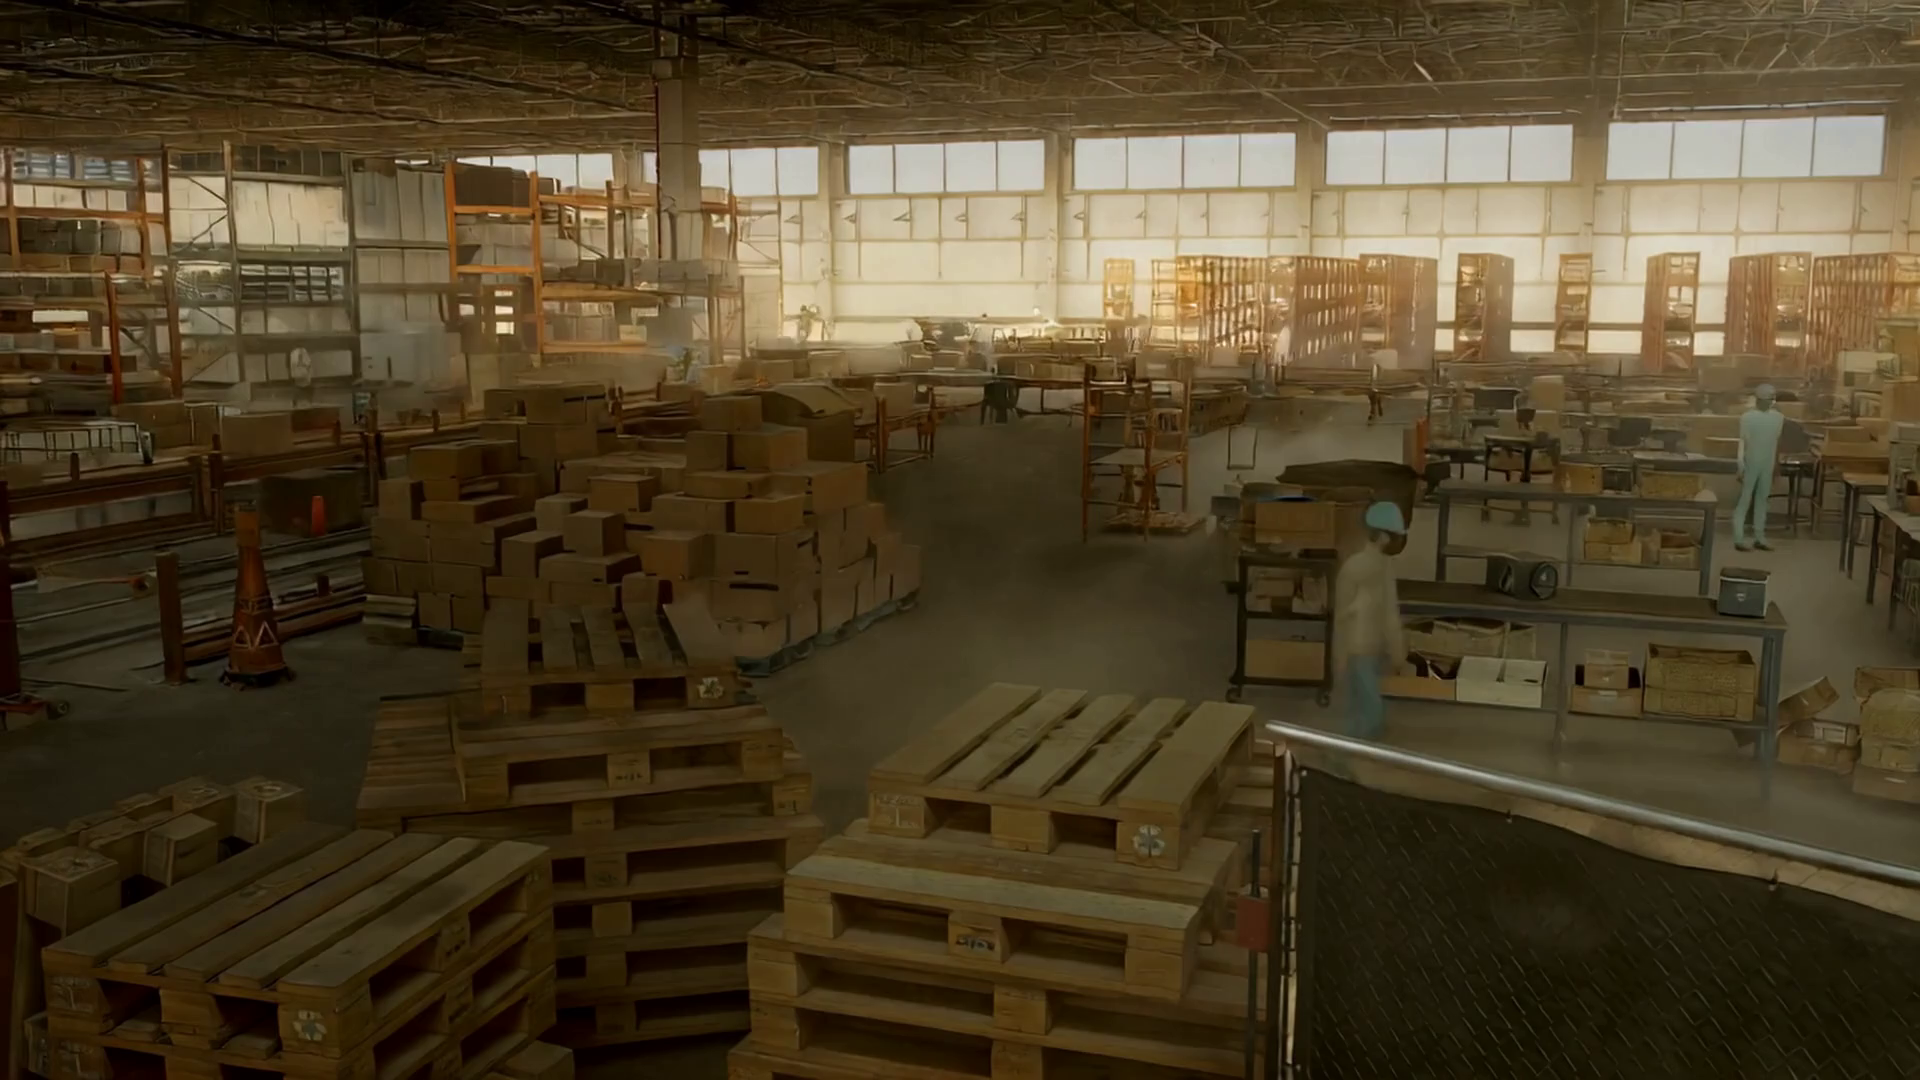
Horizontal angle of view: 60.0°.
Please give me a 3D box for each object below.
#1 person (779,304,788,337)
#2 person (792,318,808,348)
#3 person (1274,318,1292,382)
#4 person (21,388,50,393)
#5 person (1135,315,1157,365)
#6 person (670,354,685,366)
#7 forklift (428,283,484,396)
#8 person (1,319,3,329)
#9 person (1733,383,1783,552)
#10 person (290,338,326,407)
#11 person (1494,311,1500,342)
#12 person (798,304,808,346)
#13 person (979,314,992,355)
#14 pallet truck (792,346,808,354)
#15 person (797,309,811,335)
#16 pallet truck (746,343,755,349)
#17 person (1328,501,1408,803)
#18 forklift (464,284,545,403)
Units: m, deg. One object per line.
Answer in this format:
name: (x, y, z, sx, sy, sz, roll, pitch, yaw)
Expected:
person: (-7.235, -8.559, 66.910, 0.667, 1.905, 0.567, 1, 9, 4)
person: (-4.683, -5.526, 48.151, 0.818, 1.809, 0.596, 5, 10, 28)
person: (8.721, -5.045, 44.856, 0.471, 1.890, 0.678, 3, 9, 17)
person: (-18.255, -3.008, 32.833, 0.529, 1.654, 0.883, -3, 9, -16)
person: (5.804, -6.184, 52.290, 0.929, 1.810, 0.581, 1, 9, 5)
person: (-6.546, -4.060, 38.549, 0.513, 1.927, 0.634, -4, 10, -26)
forklift: (-12.343, -5.034, 41.695, 1.129, 2.768, 1.873, 3, 10, 20)
person: (-26.499, -5.219, 45.916, 0.652, 1.904, 0.403, 4, 10, 25)
person: (8.773, -0.797, 18.259, 0.535, 1.868, 0.309, -1, 9, -7)
person: (-14.513, -3.653, 36.861, 0.887, 1.636, 0.581, -7, 12, -38)
person: (18.915, -7.193, 58.606, 0.423, 1.818, 0.597, 2, 9, 10)
person: (-6.339, -8.574, 67.032, 0.426, 1.889, 0.736, 4, 10, 21)
person: (0.808, -6.556, 54.785, 0.328, 1.750, 0.560, 7, 11, 37)
pallet truck: (-3.705, -4.298, 42.022, 0.653, 1.274, 1.630, 3, 10, 20)
person: (-6.156, -8.250, 65.504, 0.504, 1.713, 0.512, 9, 12, 43)
pallet truck: (-6.183, -4.618, 44.264, 1.601, 1.201, 0.680, -9, 12, -43)
person: (2.371, 0.641, 9.602, 0.527, 1.741, 0.519, 7, 11, 38)
forklift: (-10.832, -4.702, 39.610, 1.129, 2.768, 1.873, 3, 10, 20)
